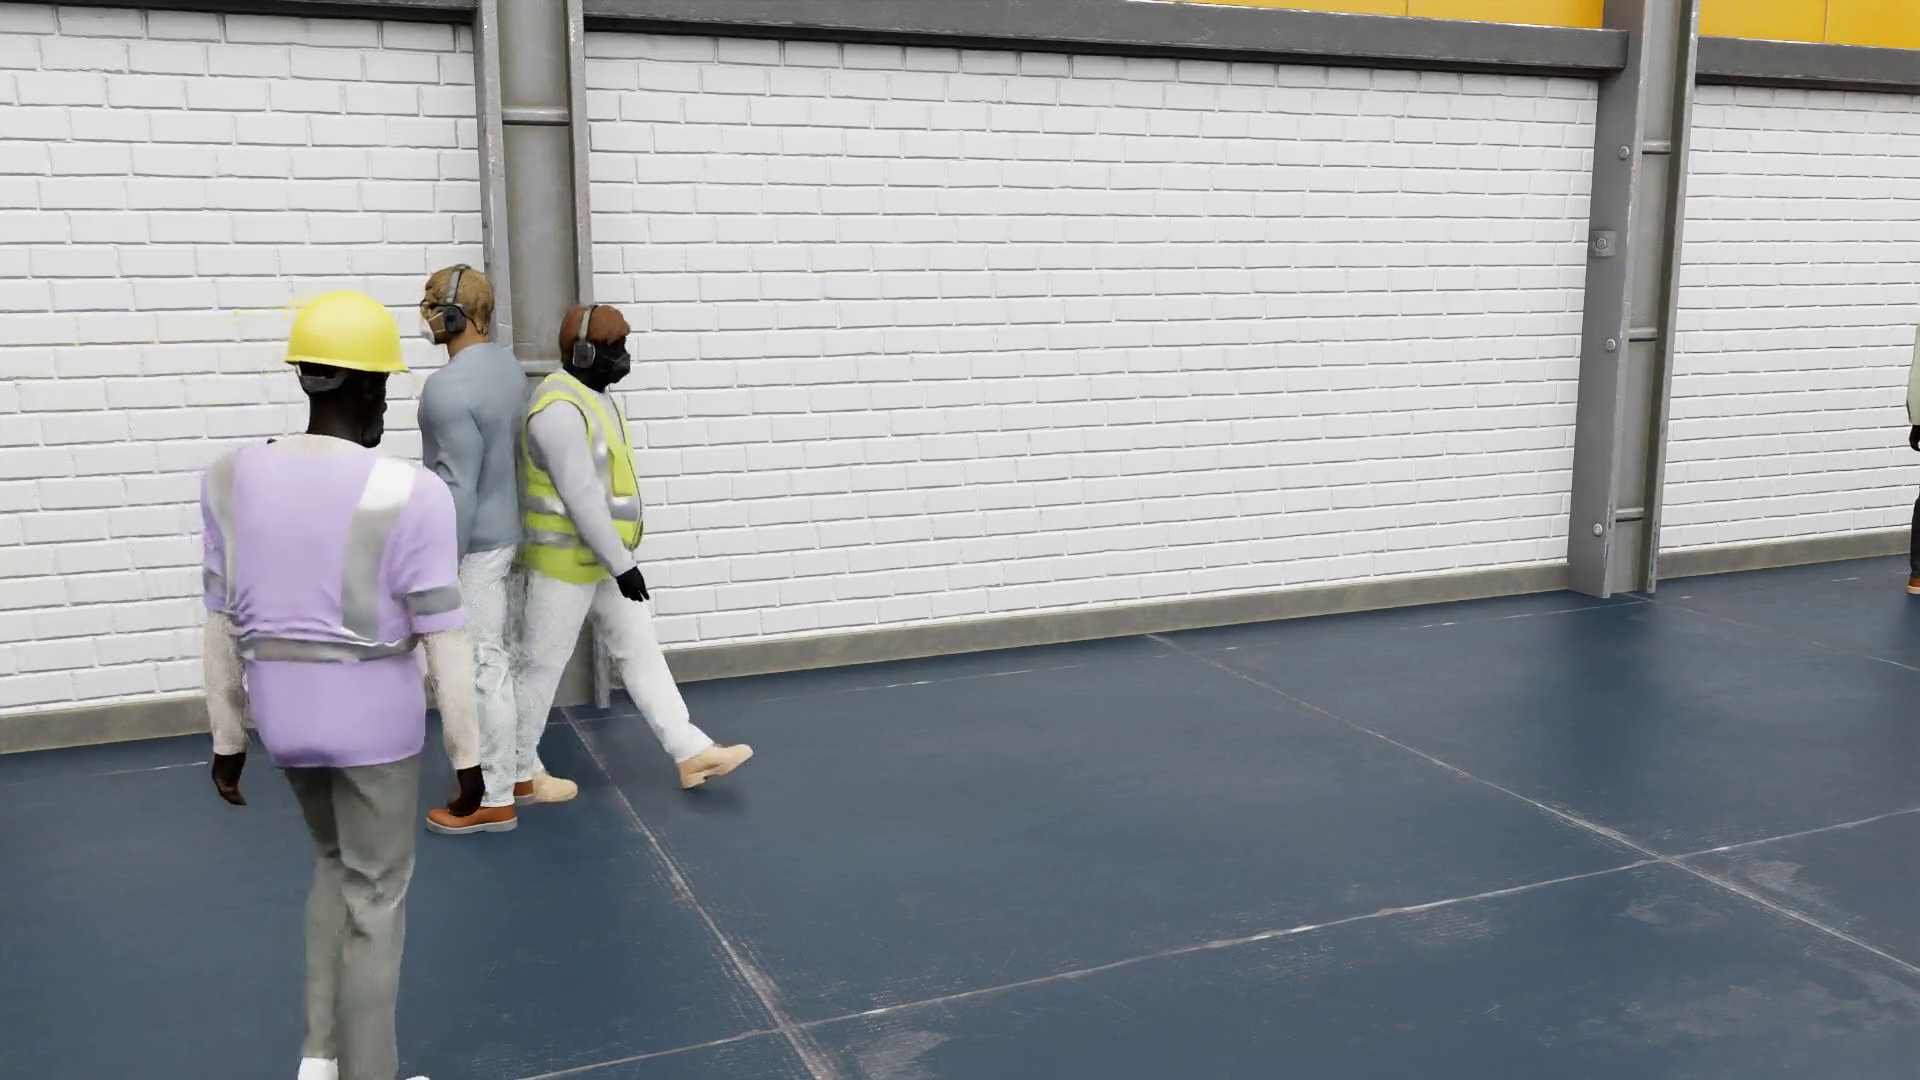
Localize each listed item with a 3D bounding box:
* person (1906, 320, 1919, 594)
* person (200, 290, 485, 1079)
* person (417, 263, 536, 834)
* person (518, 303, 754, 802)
[{"bbox_3d":[5.660,-0.657,9.349,0.396,1.993,0.618,-7,12,-34],"label":"person"},{"bbox_3d":[-1.351,0.406,3.723,0.623,1.906,0.474,3,11,14],"label":"person"},{"bbox_3d":[-1.661,0.034,5.697,0.372,1.940,0.631,1,10,3],"label":"person"},{"bbox_3d":[-1.256,0.069,5.906,0.937,1.788,0.620,1,10,7],"label":"person"}]
